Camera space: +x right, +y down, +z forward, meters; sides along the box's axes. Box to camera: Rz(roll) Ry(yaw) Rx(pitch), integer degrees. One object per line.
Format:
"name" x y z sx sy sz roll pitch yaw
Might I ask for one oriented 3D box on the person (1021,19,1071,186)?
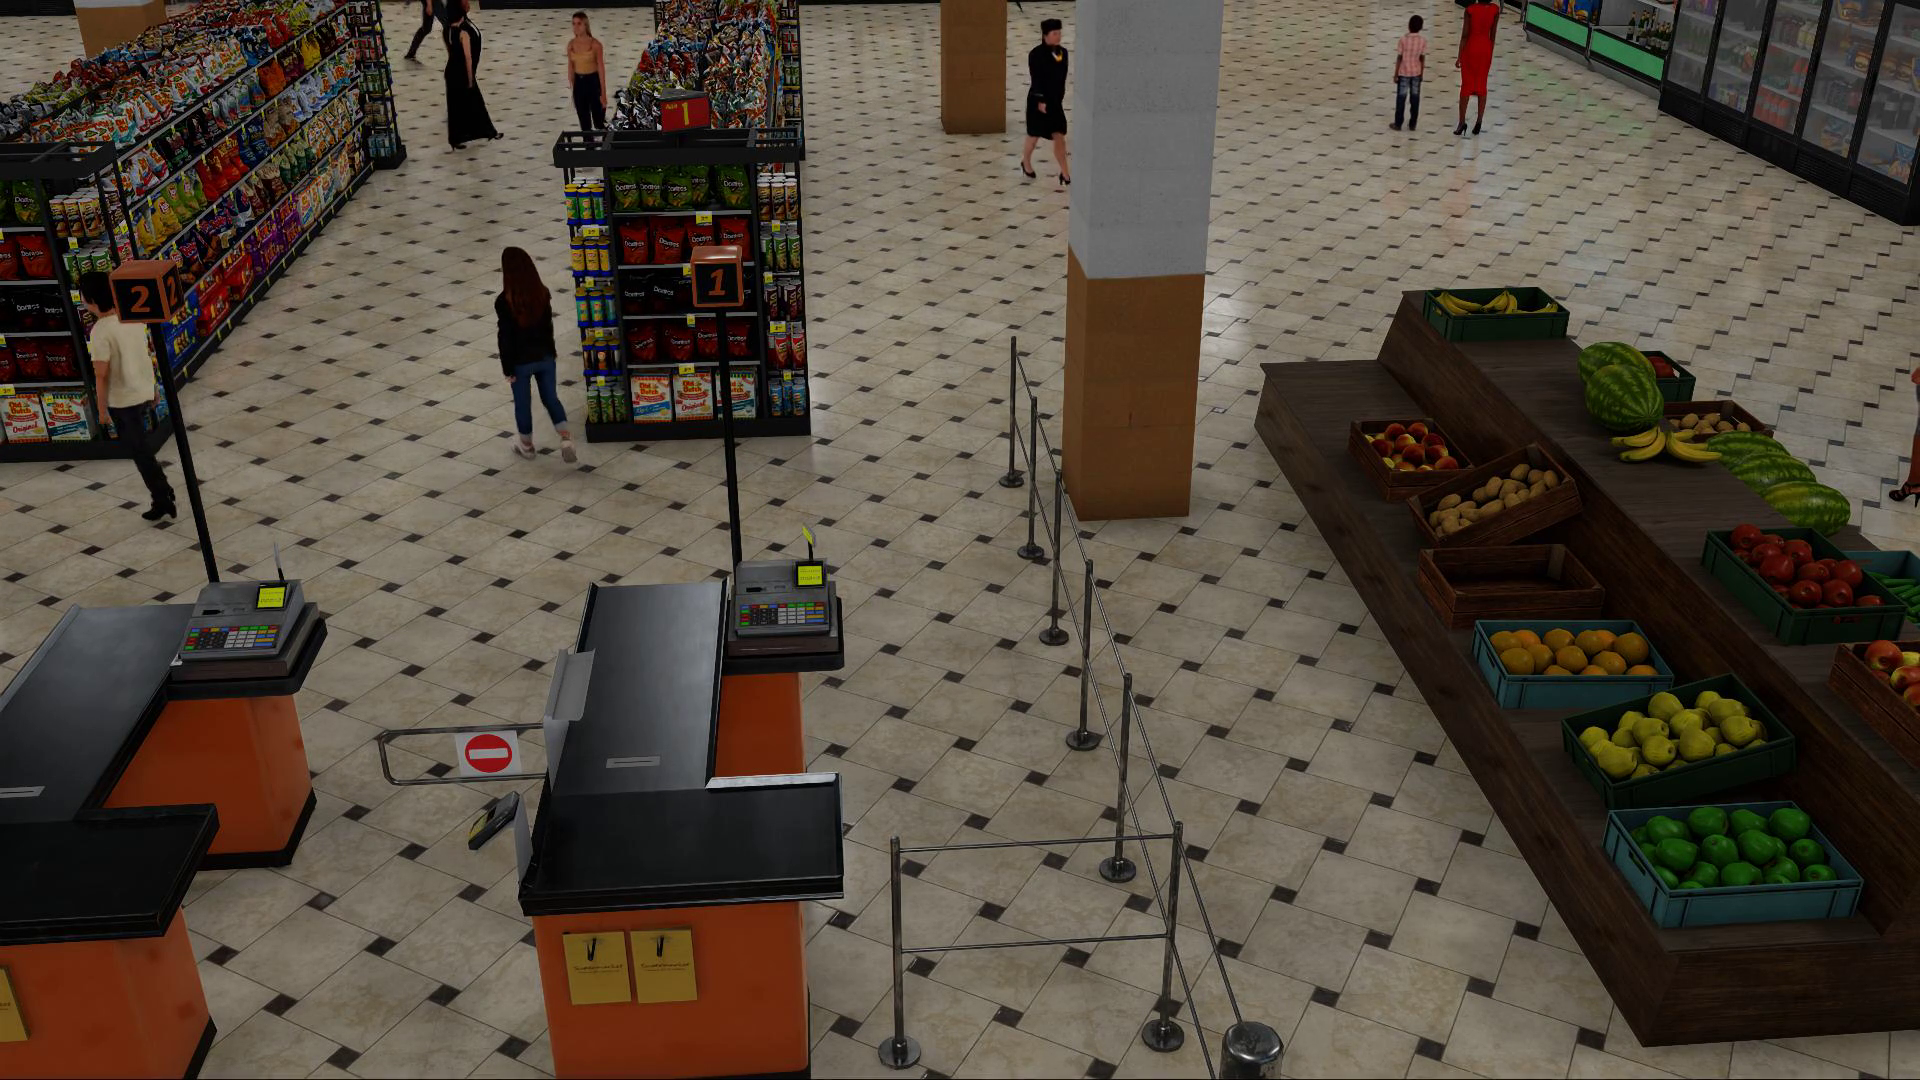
"person" 0.826 -4.451 17.017 1.002 1.623 1.191 -17 31 -30

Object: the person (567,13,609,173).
"person" -3.897 -4.759 17.628 0.729 1.620 0.918 6 27 11

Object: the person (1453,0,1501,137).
"person" 5.887 -5.498 18.949 0.565 1.743 0.488 -3 27 -5

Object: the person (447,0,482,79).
"person" -5.654 -5.426 18.948 0.769 1.616 0.640 -9 28 -17

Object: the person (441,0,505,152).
"person" -5.558 -5.062 18.280 0.855 1.571 0.999 13 30 23

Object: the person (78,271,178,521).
"person" -4.896 -0.838 9.942 0.707 1.577 0.551 3 27 6

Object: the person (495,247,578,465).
"person" -2.720 -1.159 10.699 0.834 1.466 0.956 -22 34 -36

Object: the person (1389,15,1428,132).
"person" 5.206 -5.406 19.251 0.504 1.306 0.485 -1 27 -2
